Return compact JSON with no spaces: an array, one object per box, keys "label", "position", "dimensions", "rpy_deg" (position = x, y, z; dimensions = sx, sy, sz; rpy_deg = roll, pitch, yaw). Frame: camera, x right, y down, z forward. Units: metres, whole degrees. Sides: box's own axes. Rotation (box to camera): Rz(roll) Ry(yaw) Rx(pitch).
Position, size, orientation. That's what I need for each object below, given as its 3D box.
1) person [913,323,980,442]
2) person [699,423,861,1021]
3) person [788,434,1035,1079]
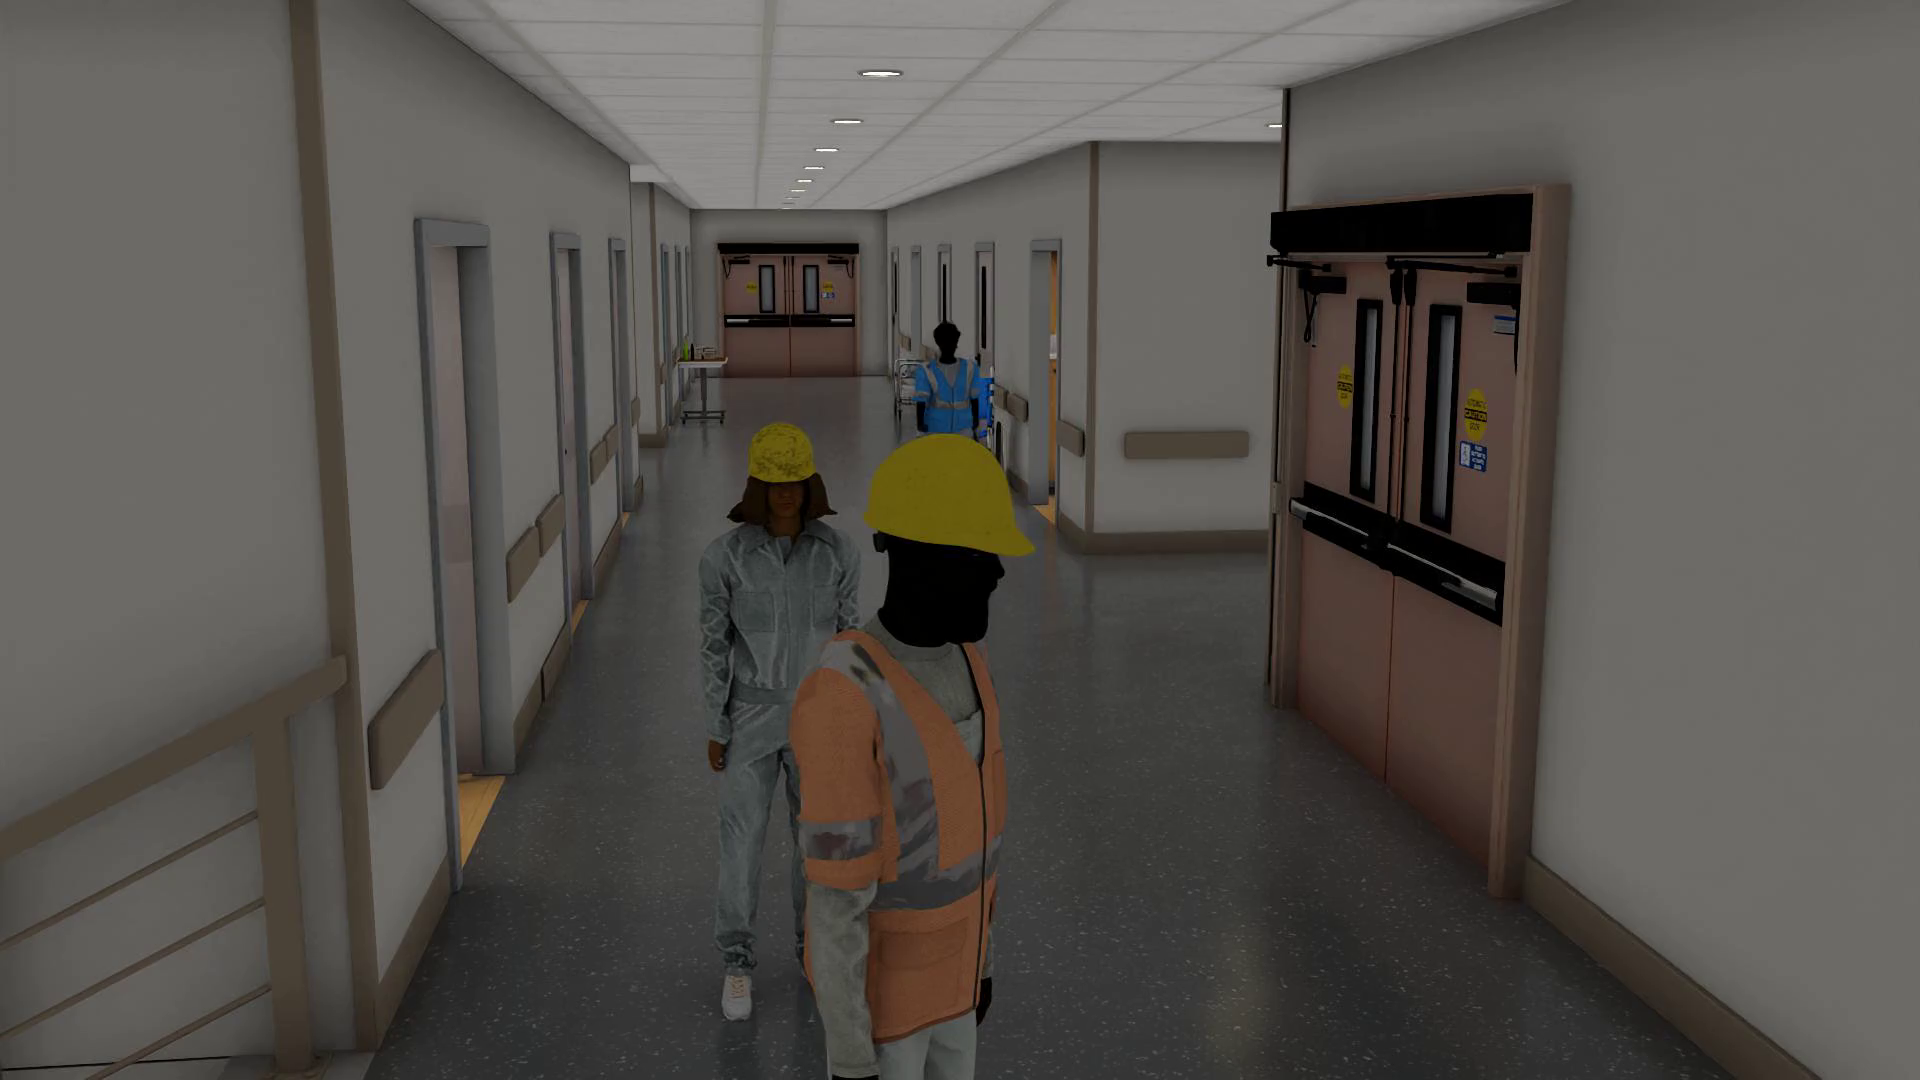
[{"label":"person","position":[-0.090,-0.861,13.077],"dimensions":[0.555,1.675,0.532],"rpy_deg":[-2,10,-12]},{"label":"person","position":[-0.506,0.524,4.846],"dimensions":[0.490,1.743,0.324],"rpy_deg":[-4,10,-21]},{"label":"person","position":[-0.066,0.767,2.933],"dimensions":[0.392,1.918,0.585],"rpy_deg":[4,11,24]}]
